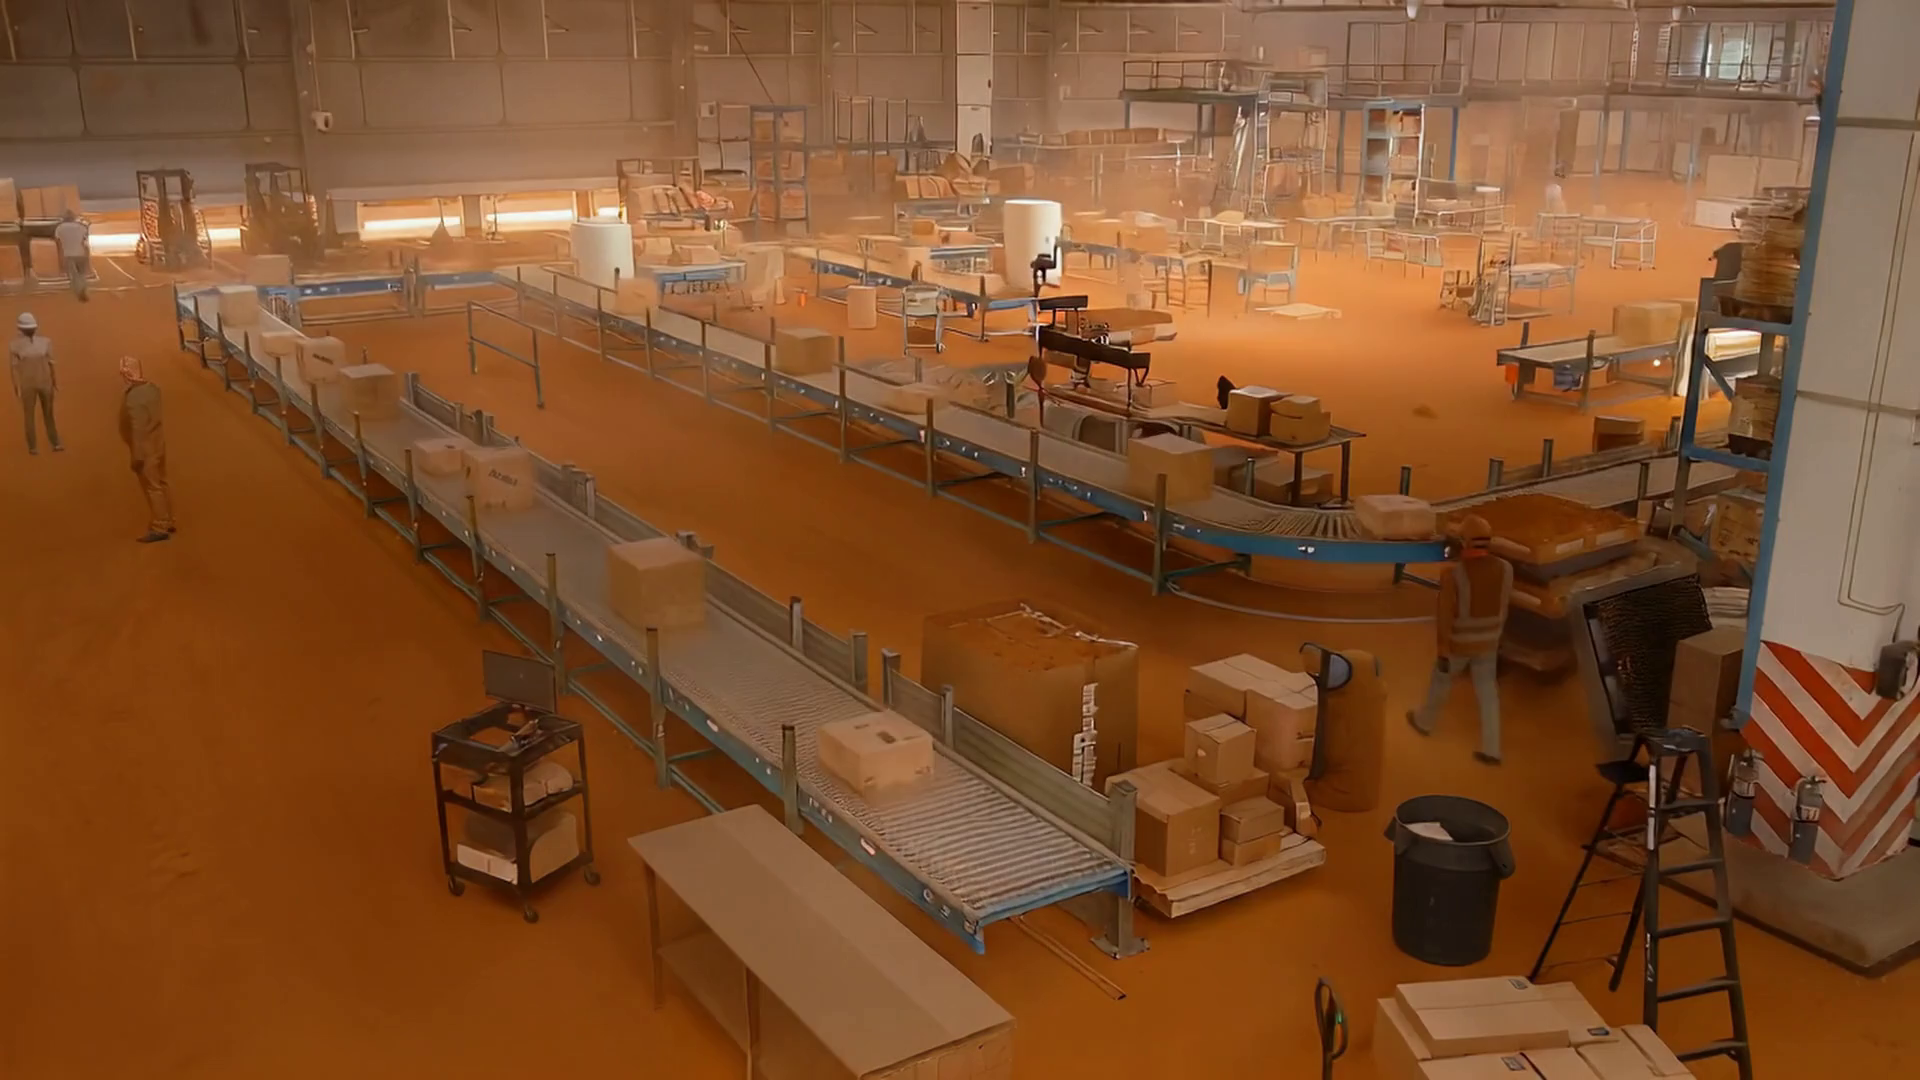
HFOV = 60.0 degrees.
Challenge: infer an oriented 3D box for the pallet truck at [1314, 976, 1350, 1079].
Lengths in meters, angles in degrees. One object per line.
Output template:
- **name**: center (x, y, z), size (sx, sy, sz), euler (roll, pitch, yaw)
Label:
- **pallet truck**: center (2.299, 2.390, 7.086), size (1.601, 1.201, 0.680), euler (-2, 17, -7)

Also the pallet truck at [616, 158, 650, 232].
- **pallet truck**: center (-8.918, -9.176, 44.255), size (0.823, 1.965, 1.885), euler (-9, 19, -27)

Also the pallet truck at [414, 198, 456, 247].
- **pallet truck**: center (-13.250, -8.060, 41.856), size (0.680, 1.201, 1.601), euler (-10, 20, -31)

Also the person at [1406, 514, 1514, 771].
- **person**: center (3.597, 0.689, 11.803), size (0.622, 1.780, 0.944), euler (-5, 17, -16)

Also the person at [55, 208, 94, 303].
- **person**: center (-17.217, -5.531, 32.399), size (0.605, 1.831, 0.449), euler (-5, 18, -17)

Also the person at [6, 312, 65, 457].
- **person**: center (-11.404, -1.927, 20.522), size (0.309, 1.772, 0.525), euler (16, 23, 42)

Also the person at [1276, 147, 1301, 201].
- **person**: center (10.522, -11.702, 53.166), size (0.494, 1.706, 0.874), euler (-15, 23, -41)

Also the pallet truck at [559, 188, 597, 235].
- **pallet truck**: center (-10.010, -8.652, 43.699), size (0.653, 1.274, 1.630), euler (-10, 20, -31)

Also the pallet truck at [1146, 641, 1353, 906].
- **pallet truck**: center (1.664, 1.407, 10.232), size (1.630, 1.274, 0.653), euler (-10, 20, -31)

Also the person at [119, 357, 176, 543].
- **person**: center (-8.324, -0.926, 16.963), size (0.399, 1.905, 0.643), euler (-2, 17, -6)

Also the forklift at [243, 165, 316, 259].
- **forklift**: center (-15.898, -7.669, 38.708), size (1.157, 1.987, 2.680), euler (-11, 20, -33)

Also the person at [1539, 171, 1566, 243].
- **person**: center (14.738, -8.172, 41.138), size (0.595, 1.861, 0.988), euler (-10, 20, -31)

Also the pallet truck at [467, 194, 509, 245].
- **pallet truck**: center (-11.983, -8.177, 42.137), size (0.704, 1.261, 1.522), euler (-11, 20, -33)

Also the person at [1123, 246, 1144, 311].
- **person**: center (2.895, -4.151, 28.196), size (0.433, 1.621, 0.539), euler (-8, 19, -26)

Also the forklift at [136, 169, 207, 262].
- **forklift**: center (-17.842, -7.318, 37.559), size (1.157, 1.987, 2.680), euler (-10, 20, -31)

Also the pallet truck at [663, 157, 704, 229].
- **pallet truck**: center (-7.586, -9.308, 44.692), size (0.823, 1.965, 1.885), euler (-11, 20, -33)
